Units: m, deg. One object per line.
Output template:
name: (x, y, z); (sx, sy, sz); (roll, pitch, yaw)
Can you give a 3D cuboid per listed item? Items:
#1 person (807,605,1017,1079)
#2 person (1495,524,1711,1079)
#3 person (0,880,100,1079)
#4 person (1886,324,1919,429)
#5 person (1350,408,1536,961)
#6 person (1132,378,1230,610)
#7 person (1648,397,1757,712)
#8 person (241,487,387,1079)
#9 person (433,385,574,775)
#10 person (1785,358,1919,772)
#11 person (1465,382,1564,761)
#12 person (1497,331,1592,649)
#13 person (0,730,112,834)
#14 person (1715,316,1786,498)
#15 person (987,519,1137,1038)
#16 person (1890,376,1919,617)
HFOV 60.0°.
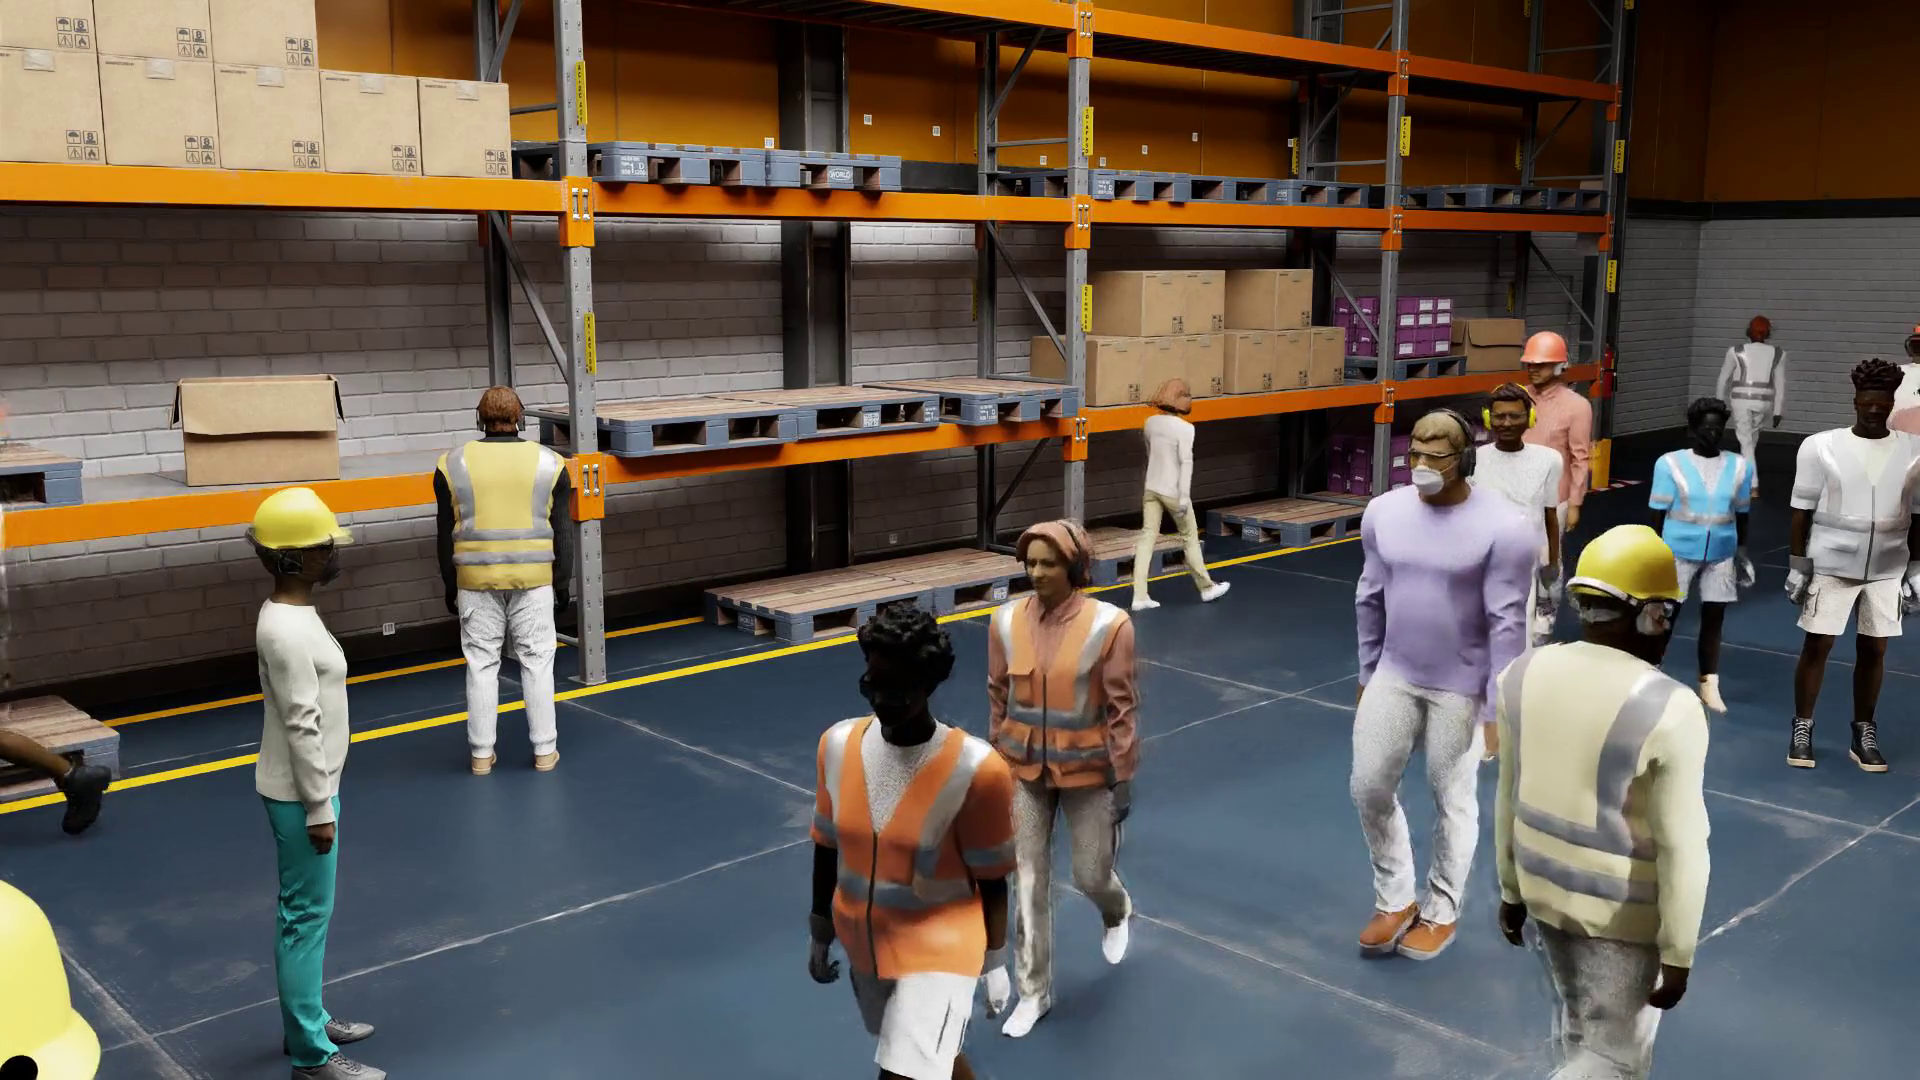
person: (-0.087, 0.937, 3.984); (0.531, 1.660, 0.870); (6, 12, 33)
person: (1.481, 0.863, 3.987); (0.768, 1.804, 0.589); (-5, 11, -25)
person: (-0.892, 1.217, 1.545); (0.386, 1.928, 0.589); (4, 11, 23)
person: (6.809, -0.565, 11.864); (0.586, 1.987, 0.808); (-9, 13, -41)
person: (1.582, 0.518, 5.650); (0.655, 1.920, 0.564); (9, 13, 41)
person: (1.511, -0.321, 11.520); (0.818, 1.597, 0.503); (-8, 12, -38)
person: (4.007, 0.072, 9.019); (0.562, 1.714, 0.433); (1, 10, 6)
person: (-1.906, 0.725, 4.892); (0.305, 1.772, 0.525); (-4, 11, -24)
person: (-2.134, 0.193, 7.839); (0.618, 1.836, 0.431); (-3, 10, -16)
person: (4.232, 0.122, 7.847); (0.613, 1.962, 0.365); (2, 10, 13)
person: (2.547, 0.189, 7.810); (0.542, 1.841, 0.786); (3, 10, 17)
person: (3.470, -0.270, 10.098); (0.644, 1.973, 0.655); (-8, 13, -40)
person: (-3.910, 0.362, 6.601); (0.548, 1.916, 0.796); (8, 13, 40)
person: (8.032, -1.351, 16.905); (0.587, 1.833, 1.025); (1, 10, 5)
person: (0.345, 0.722, 5.318); (0.515, 1.626, 0.593); (4, 11, 24)
person: (6.500, -0.335, 11.246); (0.937, 1.713, 0.547); (-7, 12, -36)
